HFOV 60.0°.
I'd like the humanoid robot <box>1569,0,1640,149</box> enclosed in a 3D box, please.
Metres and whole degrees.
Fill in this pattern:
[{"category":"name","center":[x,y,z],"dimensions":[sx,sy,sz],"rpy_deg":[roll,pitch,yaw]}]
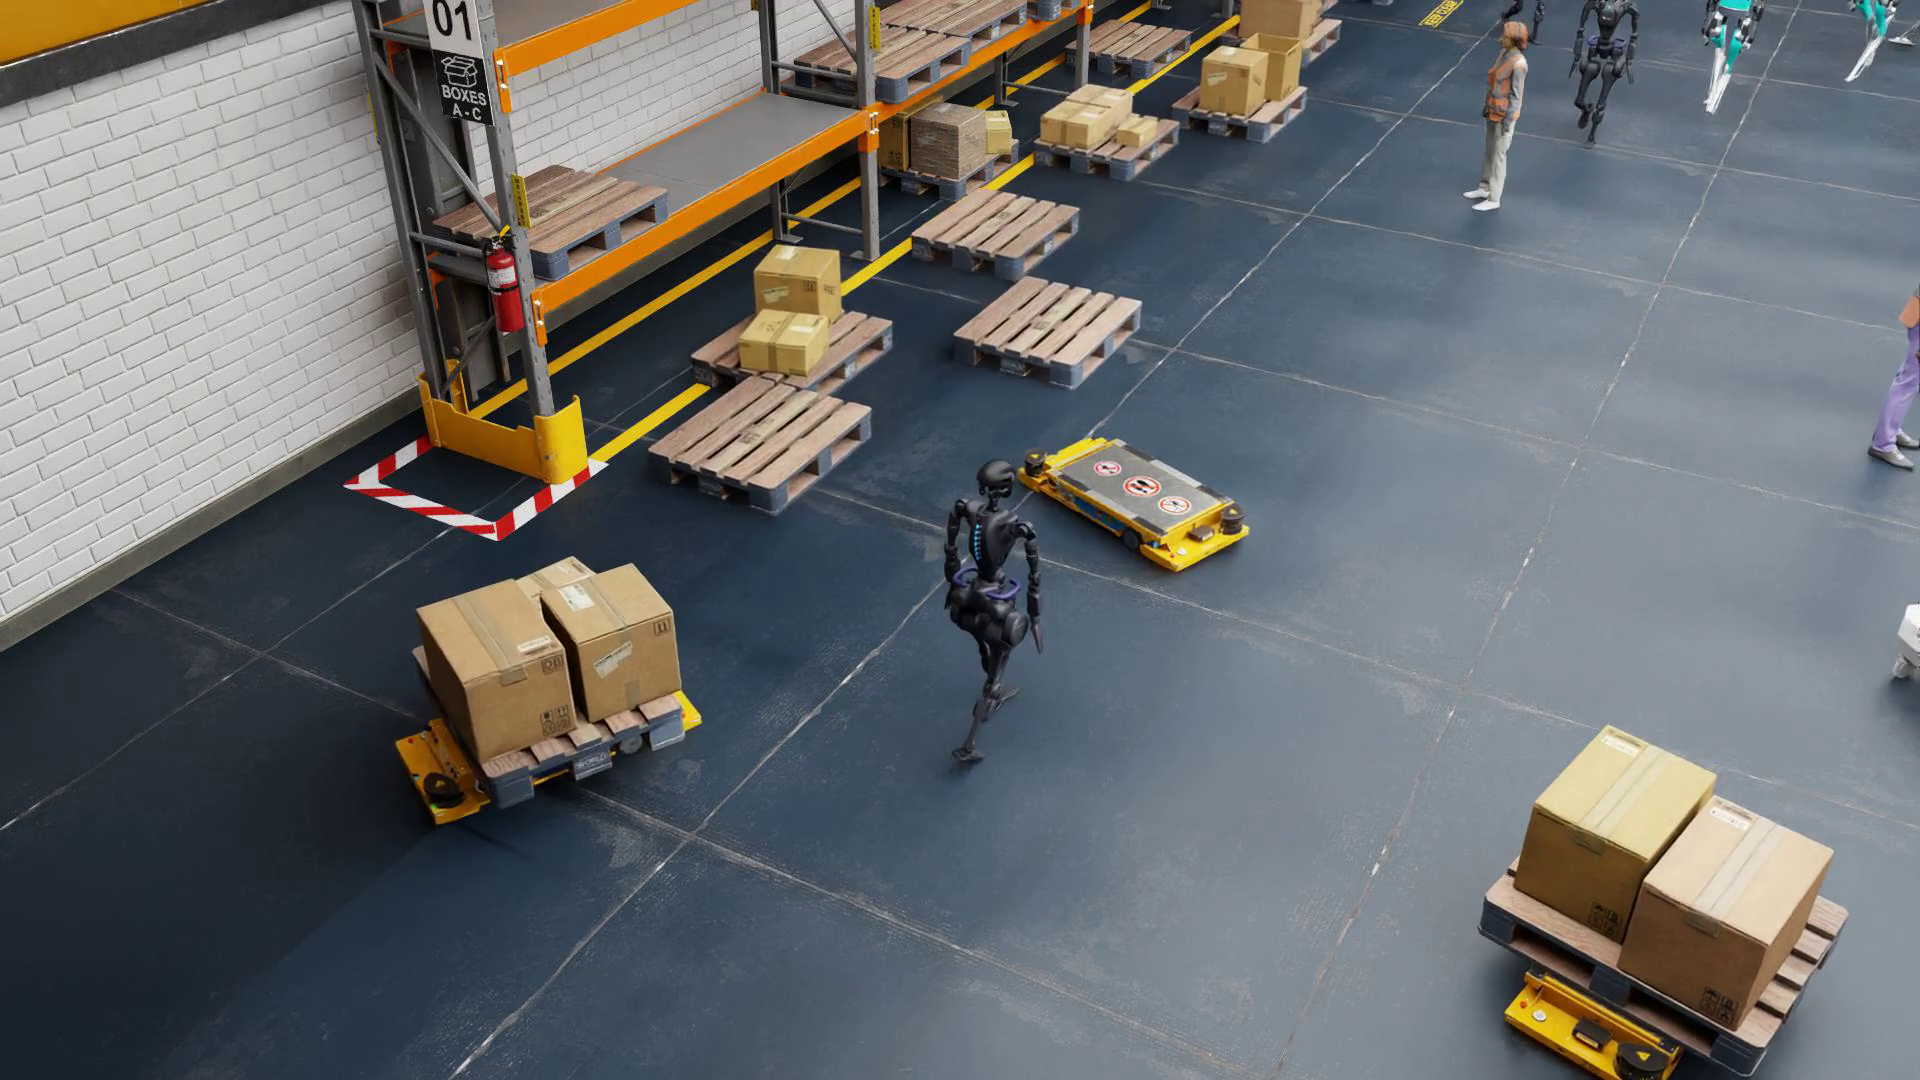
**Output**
[{"category":"humanoid robot","center":[6.163,-4.593,15.825],"dimensions":[0.608,1.645,0.507],"rpy_deg":[19,38,27]}]

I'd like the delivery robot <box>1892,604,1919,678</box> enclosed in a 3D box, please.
[{"category":"delivery robot","center":[5.372,0.673,8.868],"dimensions":[0.518,0.592,0.763],"rpy_deg":[-7,34,-10]}]

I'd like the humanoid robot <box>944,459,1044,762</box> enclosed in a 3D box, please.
[{"category":"humanoid robot","center":[0.133,0.337,8.405],"dimensions":[0.610,1.636,0.765],"rpy_deg":[20,39,28]}]

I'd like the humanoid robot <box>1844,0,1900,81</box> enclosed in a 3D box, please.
[{"category":"humanoid robot","center":[9.771,-5.795,17.605],"dimensions":[0.548,1.772,0.950],"rpy_deg":[29,43,36]}]

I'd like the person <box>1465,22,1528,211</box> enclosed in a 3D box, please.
[{"category":"person","center":[4.709,-3.694,14.491],"dimensions":[0.315,1.636,0.527],"rpy_deg":[-1,33,-1]}]

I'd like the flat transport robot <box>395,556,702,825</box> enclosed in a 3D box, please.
[{"category":"flat transport robot","center":[-2.143,0.976,8.672],"dimensions":[1.431,0.231,0.659],"rpy_deg":[-20,38,-27]}]

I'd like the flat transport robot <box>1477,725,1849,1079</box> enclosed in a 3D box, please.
[{"category":"flat transport robot","center":[3.056,1.840,7.364],"dimensions":[0.659,0.231,1.431],"rpy_deg":[27,42,35]}]

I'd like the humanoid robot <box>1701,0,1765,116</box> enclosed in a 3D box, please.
[{"category":"humanoid robot","center":[7.658,-5.062,16.460],"dimensions":[0.554,1.730,0.966],"rpy_deg":[23,40,30]}]

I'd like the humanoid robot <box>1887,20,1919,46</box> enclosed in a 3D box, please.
[{"category":"humanoid robot","center":[10.689,-6.268,18.235],"dimensions":[0.701,1.724,0.536],"rpy_deg":[21,39,29]}]

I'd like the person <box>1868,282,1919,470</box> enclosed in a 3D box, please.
[{"category":"person","center":[6.311,-1.378,10.803],"dimensions":[0.392,1.845,0.562],"rpy_deg":[22,40,30]}]

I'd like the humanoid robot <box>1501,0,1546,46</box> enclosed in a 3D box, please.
[{"category":"humanoid robot","center":[6.450,-6.442,18.637],"dimensions":[0.585,1.640,0.623],"rpy_deg":[-5,34,-8]}]

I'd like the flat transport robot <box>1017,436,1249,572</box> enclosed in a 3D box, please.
[{"category":"flat transport robot","center":[1.084,-0.277,10.567],"dimensions":[0.659,0.231,1.431],"rpy_deg":[-25,41,-33]}]
